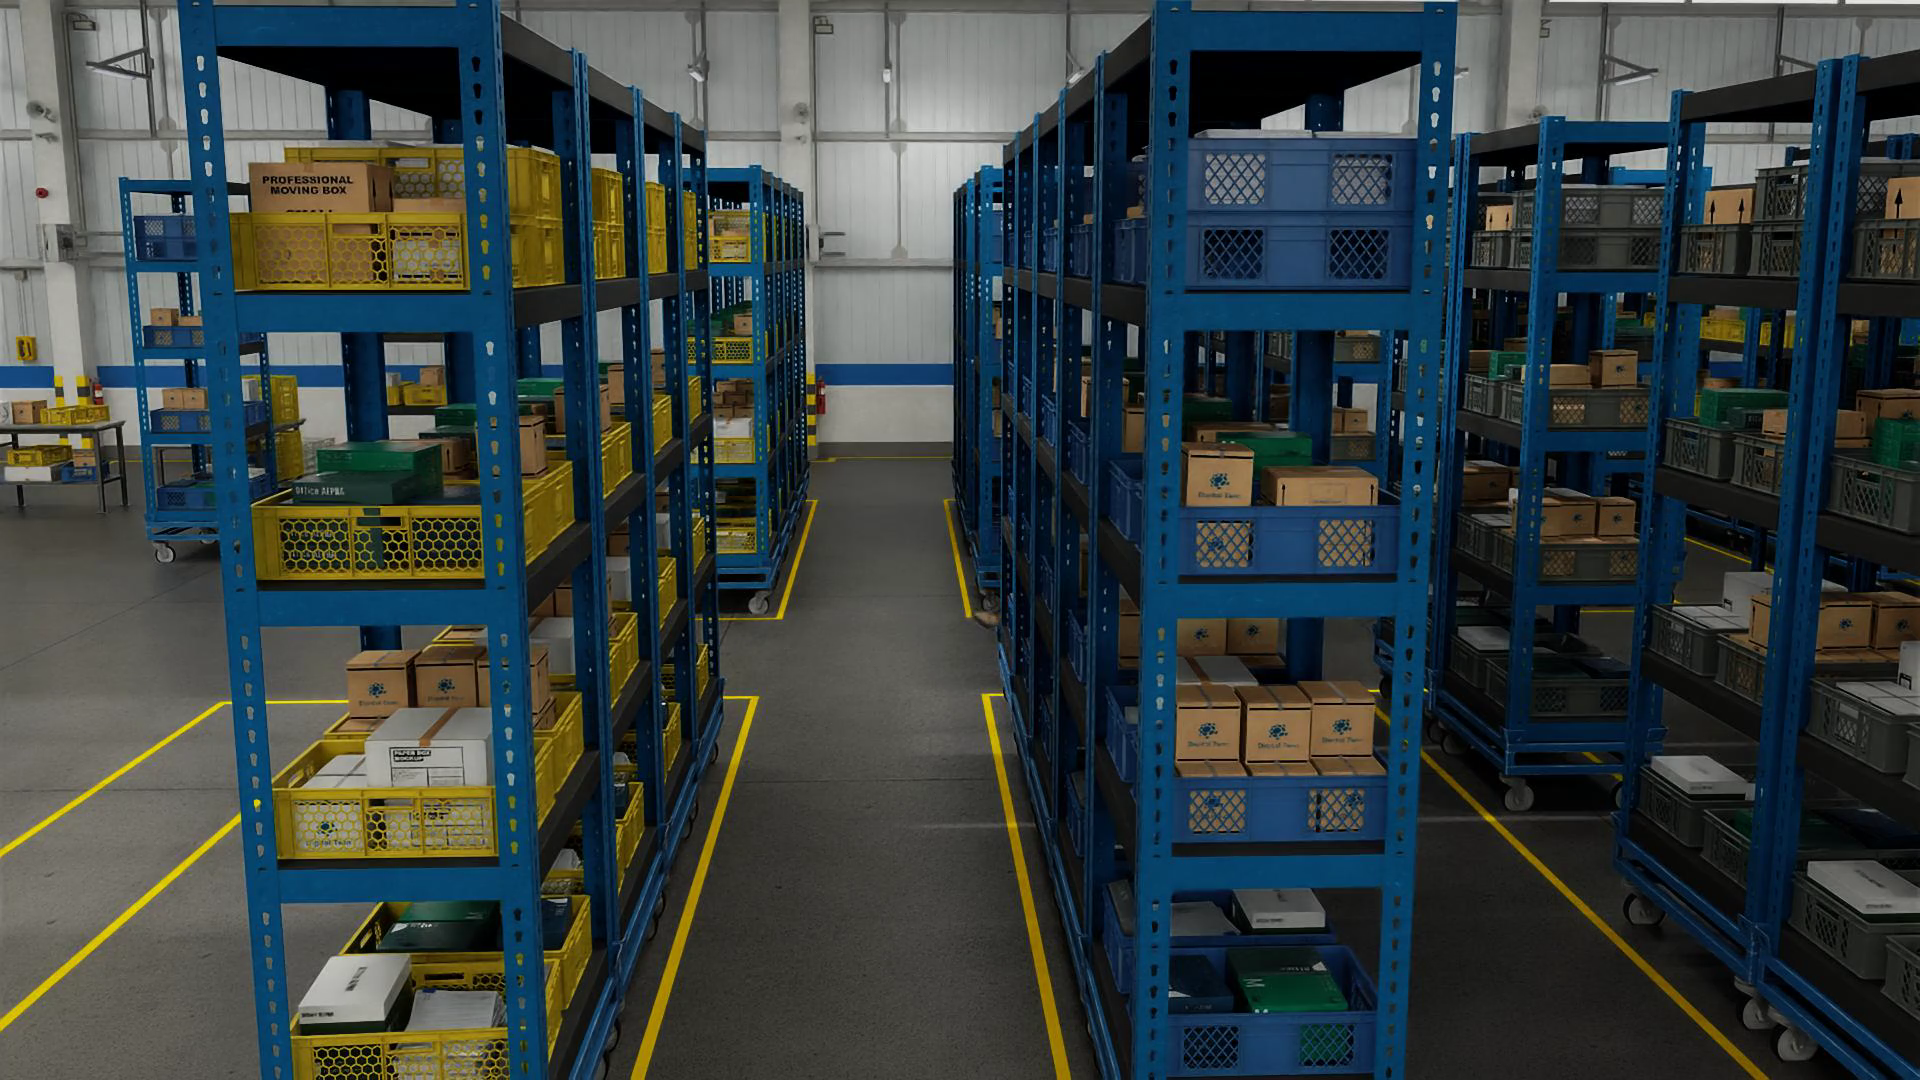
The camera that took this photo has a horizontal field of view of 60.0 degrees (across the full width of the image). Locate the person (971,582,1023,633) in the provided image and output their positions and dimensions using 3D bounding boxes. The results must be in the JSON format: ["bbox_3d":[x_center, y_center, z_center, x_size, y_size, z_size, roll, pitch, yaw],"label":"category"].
[{"bbox_3d":[0.629,-0.188,12.428,1.078,1.977,0.617,0,10,0],"label":"person"}]
